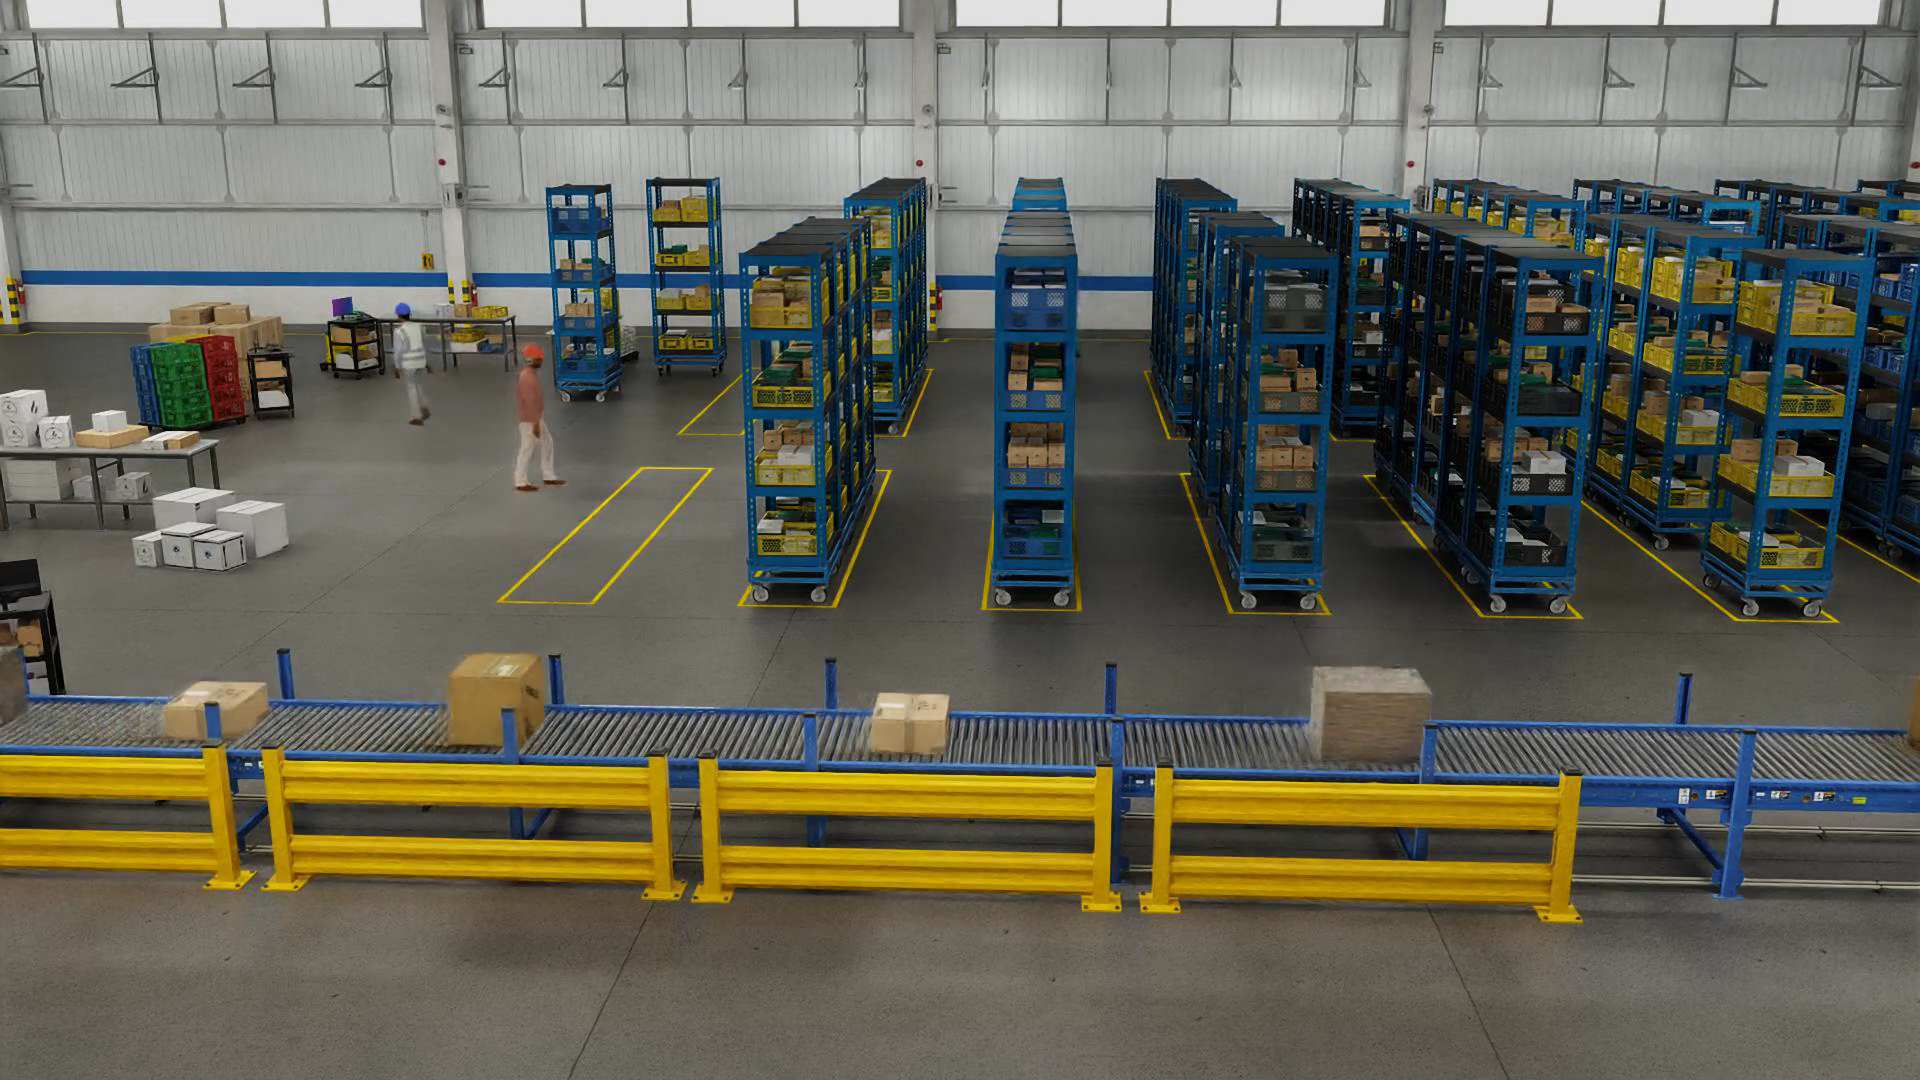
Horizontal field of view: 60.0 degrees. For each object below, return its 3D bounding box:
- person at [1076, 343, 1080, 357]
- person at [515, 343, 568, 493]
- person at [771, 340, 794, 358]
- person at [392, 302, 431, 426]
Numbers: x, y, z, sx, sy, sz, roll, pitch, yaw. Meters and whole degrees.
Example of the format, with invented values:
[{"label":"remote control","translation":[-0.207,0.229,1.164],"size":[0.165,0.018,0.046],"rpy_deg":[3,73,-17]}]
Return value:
[{"label":"person","translation":[1.952,-4.510,32.884],"size":[0.988,1.796,0.571],"rpy_deg":[4,16,15]},{"label":"person","translation":[-5.484,-1.581,21.677],"size":[0.812,1.961,0.654],"rpy_deg":[-2,15,-7]},{"label":"person","translation":[-3.038,-3.355,28.584],"size":[0.620,1.793,0.547],"rpy_deg":[-2,15,-6]},{"label":"person","translation":[-8.604,-2.753,26.089],"size":[0.480,1.931,0.644],"rpy_deg":[8,17,28]}]
